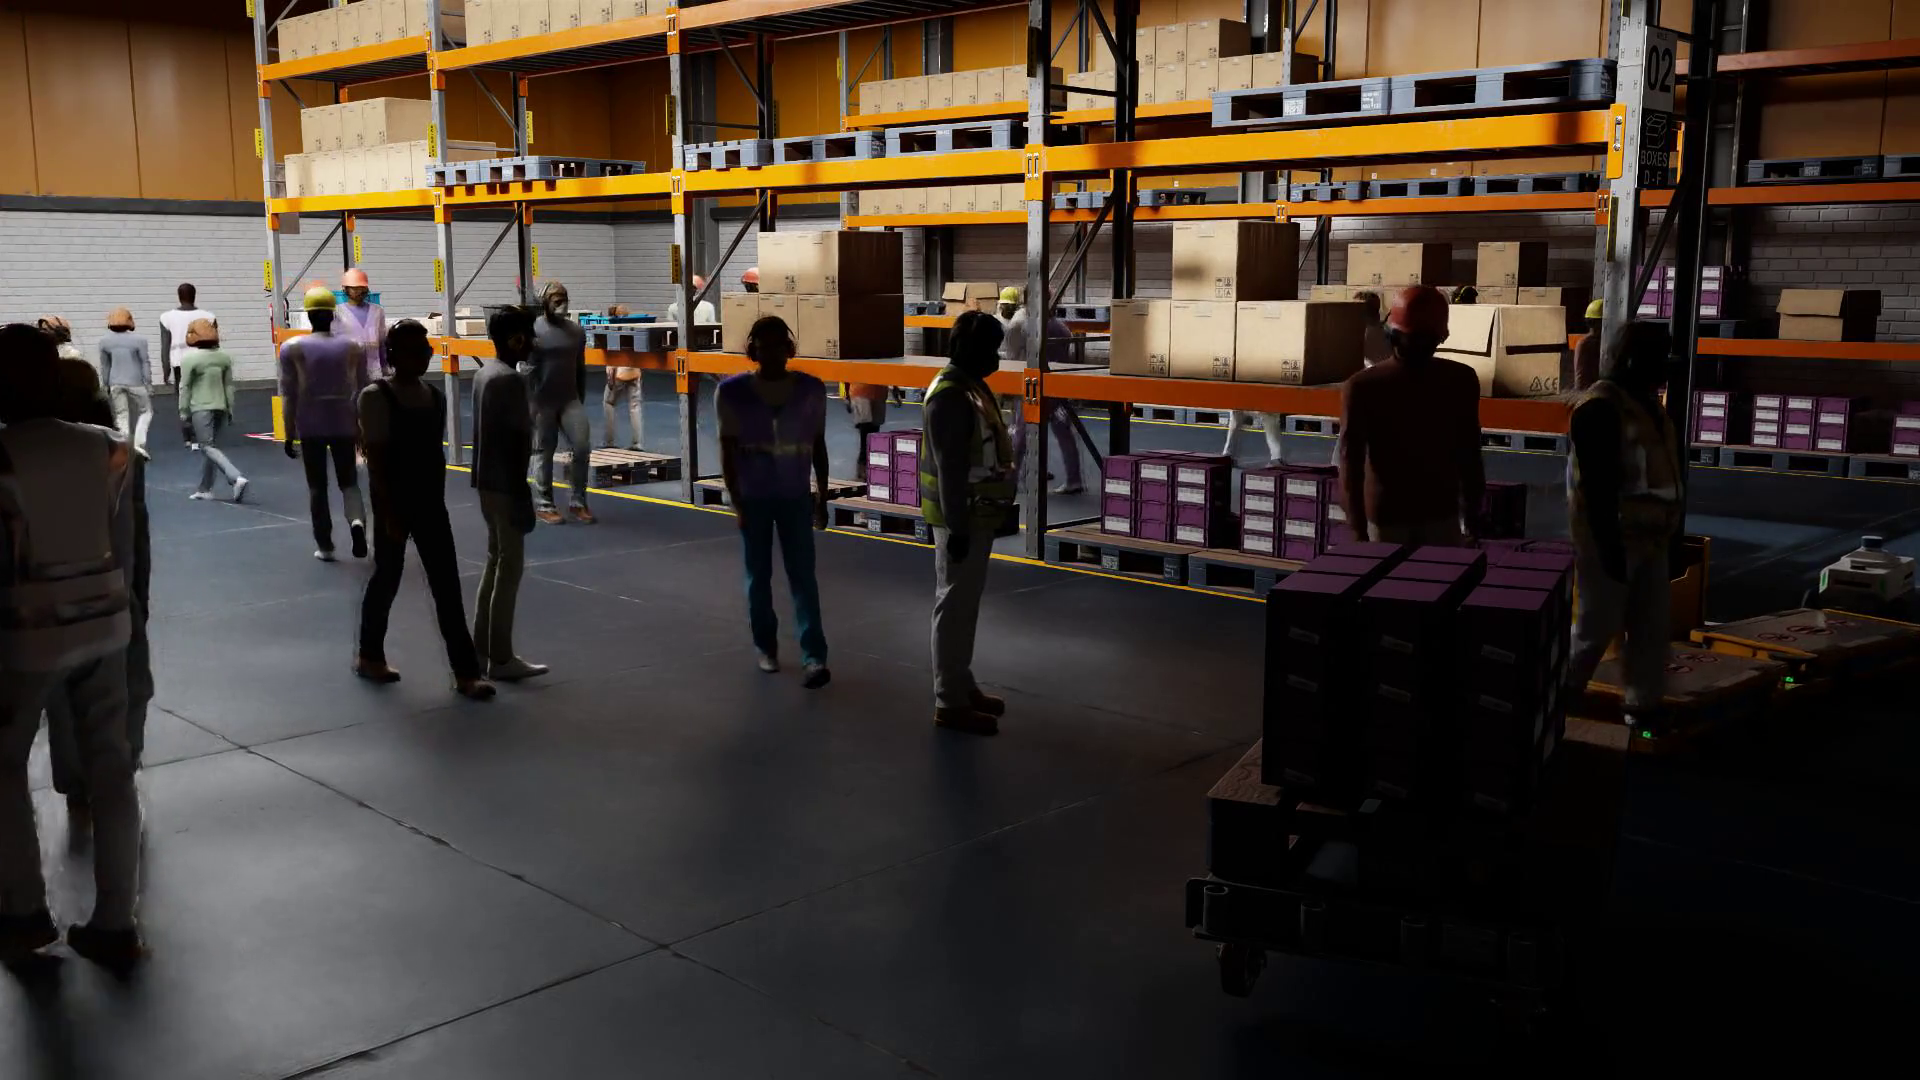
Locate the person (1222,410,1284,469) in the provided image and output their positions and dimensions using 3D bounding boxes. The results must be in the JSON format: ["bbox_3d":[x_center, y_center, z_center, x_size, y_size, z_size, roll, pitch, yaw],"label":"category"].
[{"bbox_3d":[2.950,-1.594,16.632,0.595,1.837,0.999,-5,10,-28],"label":"person"}]

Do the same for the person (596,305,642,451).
[{"bbox_3d":[-3.796,-1.802,18.541,0.674,1.613,0.533,8,12,40],"label":"person"}]

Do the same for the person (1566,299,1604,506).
[{"bbox_3d":[5.370,-1.148,14.092,0.533,1.767,0.312,-9,13,-44],"label":"person"}]

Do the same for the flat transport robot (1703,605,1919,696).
[{"bbox_3d":[4.296,0.535,8.343,1.431,0.197,0.652,-6,11,-33],"label":"flat transport robot"}]

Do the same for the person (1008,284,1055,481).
[{"bbox_3d":[0.606,-1.518,15.922,0.597,1.912,0.641,5,10,27],"label":"person"}]

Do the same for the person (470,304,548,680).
[{"bbox_3d":[-2.254,-0.237,8.257,0.369,1.853,0.513,-7,11,-36],"label":"person"}]

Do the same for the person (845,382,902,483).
[{"bbox_3d":[-0.872,-1.357,15.702,0.527,1.664,0.803,-6,11,-33],"label":"person"}]

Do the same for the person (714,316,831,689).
[{"bbox_3d":[-0.884,-0.173,8.034,0.564,1.787,0.989,-2,10,-14],"label":"person"}]

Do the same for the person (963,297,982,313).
[{"bbox_3d":[0.187,-2.575,23.276,0.492,1.625,0.282,-4,10,-24],"label":"person"}]

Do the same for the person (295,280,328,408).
[{"bbox_3d":[-8.006,-2.293,20.785,0.542,1.883,1.026,7,12,37],"label":"person"}]

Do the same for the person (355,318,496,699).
[{"bbox_3d":[-2.632,-0.158,7.966,0.928,1.804,0.511,7,12,38],"label":"person"}]

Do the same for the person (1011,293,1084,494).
[{"bbox_3d":[0.730,-1.339,15.051,0.670,1.851,1.074,-9,13,-44],"label":"person"}]

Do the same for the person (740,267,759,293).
[{"bbox_3d":[-2.410,-2.171,19.515,0.371,2.044,0.608,4,10,22],"label":"person"}]

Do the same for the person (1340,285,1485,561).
[{"bbox_3d":[1.918,-0.093,7.052,0.635,1.950,0.547,0,9,1],"label":"person"}]

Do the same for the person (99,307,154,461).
[{"bbox_3d":[-8.643,-1.598,17.282,0.528,1.618,0.348,-1,9,-4],"label":"person"}]

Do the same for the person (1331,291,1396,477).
[{"bbox_3d":[3.201,-1.018,13.043,1.014,1.853,0.657,9,13,42],"label":"person"}]

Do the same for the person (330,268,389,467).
[{"bbox_3d":[-6.074,-1.741,16.919,0.650,2.022,0.612,-8,12,-41],"label":"person"}]

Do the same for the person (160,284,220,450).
[{"bbox_3d":[-8.672,-1.954,18.786,0.599,1.855,0.992,-3,10,-18],"label":"person"}]

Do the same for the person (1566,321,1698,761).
[{"bbox_3d":[2.738,0.005,6.908,0.689,1.807,0.651,-8,12,-40],"label":"person"}]

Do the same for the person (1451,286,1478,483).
[{"bbox_3d":[4.700,-1.462,15.722,0.327,1.865,0.521,4,10,24],"label":"person"}]

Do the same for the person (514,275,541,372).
[{"bbox_3d":[-6.314,-2.856,23.976,0.961,1.950,0.647,-4,10,-25],"label":"person"}]

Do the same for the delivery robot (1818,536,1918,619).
[{"bbox_3d":[4.985,0.220,9.118,0.477,0.478,0.707,8,12,41],"label":"delivery robot"}]

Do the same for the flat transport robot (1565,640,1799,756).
[{"bbox_3d":[3.140,0.679,7.460,1.431,0.197,0.652,-8,12,-42],"label":"flat transport robot"}]

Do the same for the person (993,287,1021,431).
[{"bbox_3d":[0.528,-1.821,18.022,0.594,1.828,0.403,-1,9,-8],"label":"person"}]

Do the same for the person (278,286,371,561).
[{"bbox_3d":[-4.310,-0.773,11.376,0.593,1.910,0.641,-6,11,-31],"label":"person"}]

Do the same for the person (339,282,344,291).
[{"bbox_3d":[-9.061,-2.925,24.767,0.586,1.837,0.404,2,10,13],"label":"person"}]

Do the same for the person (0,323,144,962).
[{"bbox_3d":[-2.690,0.303,4.874,0.675,1.861,0.587,6,11,34],"label":"person"}]

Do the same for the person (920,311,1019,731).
[{"bbox_3d":[0.044,-0.089,7.387,0.429,1.836,0.629,2,9,10],"label":"person"}]

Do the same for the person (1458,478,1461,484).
[{"bbox_3d":[3.367,-0.897,12.179,0.573,1.880,0.998,-8,12,-41],"label":"person"}]

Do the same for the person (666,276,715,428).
[{"bbox_3d":[-3.504,-2.411,21.319,0.698,1.916,1.003,-4,10,-25],"label":"person"}]

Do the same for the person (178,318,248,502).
[{"bbox_3d":[-6.467,-1.112,14.383,0.752,1.612,0.507,4,10,25],"label":"person"}]

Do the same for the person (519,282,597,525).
[{"bbox_3d":[-3.151,-1.049,13.042,0.641,1.917,0.658,-8,12,-42],"label":"person"}]

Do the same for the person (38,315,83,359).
[{"bbox_3d":[-7.486,-1.047,13.859,0.513,1.641,0.307,4,10,21],"label":"person"}]

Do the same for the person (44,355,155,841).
[{"bbox_3d":[-3.090,0.215,5.851,0.485,1.727,0.427,-7,11,-36],"label":"person"}]
